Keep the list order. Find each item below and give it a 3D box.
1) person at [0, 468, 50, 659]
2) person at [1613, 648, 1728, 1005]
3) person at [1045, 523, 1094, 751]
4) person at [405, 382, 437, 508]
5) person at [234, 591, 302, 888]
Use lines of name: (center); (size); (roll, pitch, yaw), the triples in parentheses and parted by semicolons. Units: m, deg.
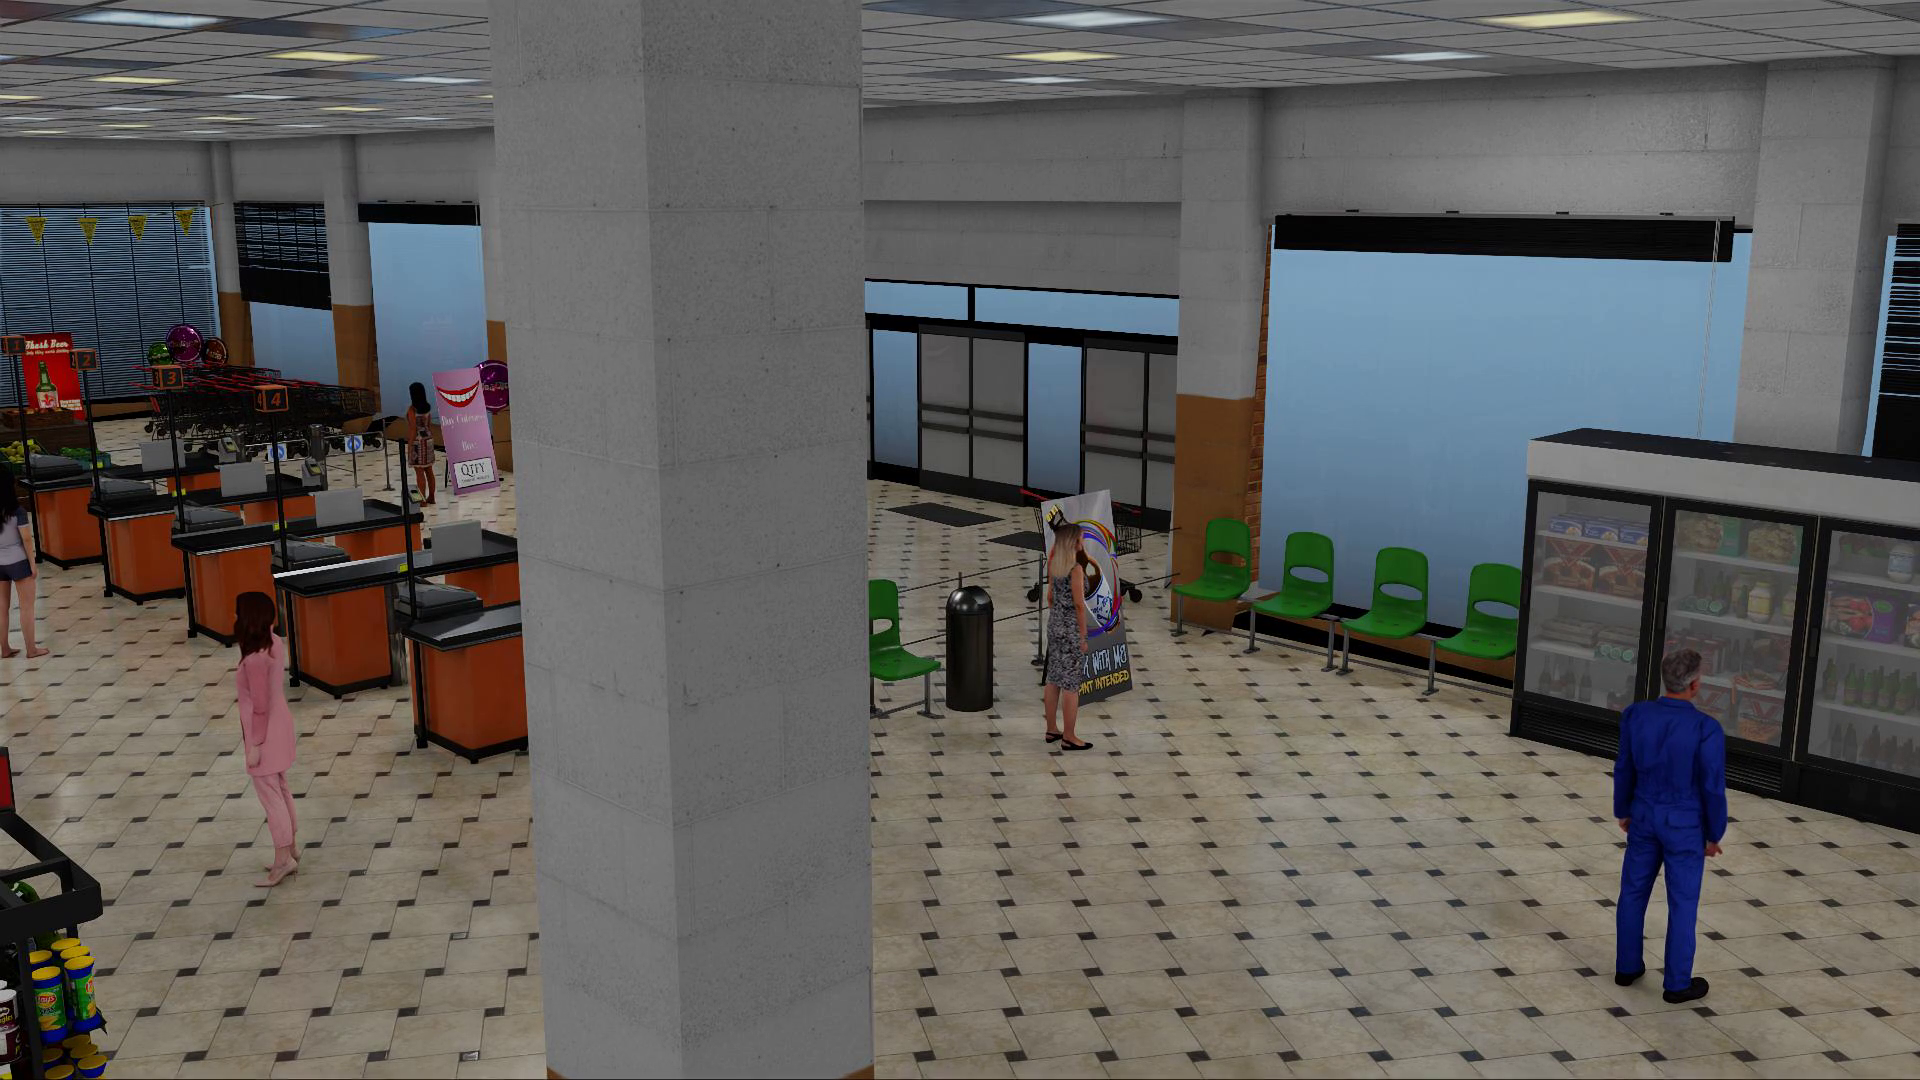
person: (-8.477, 0.205, 14.841); (0.671, 1.705, 0.707); (1, 12, 6)
person: (3.649, 1.458, 8.587); (0.564, 1.830, 0.732); (-10, 15, -39)
person: (0.787, 0.711, 12.442); (0.580, 1.703, 0.621); (-6, 14, -28)
person: (-7.130, -1.272, 22.000); (0.784, 1.645, 0.641); (4, 12, 17)
person: (-4.141, 1.180, 9.974); (0.717, 1.803, 0.686); (-2, 12, -7)
